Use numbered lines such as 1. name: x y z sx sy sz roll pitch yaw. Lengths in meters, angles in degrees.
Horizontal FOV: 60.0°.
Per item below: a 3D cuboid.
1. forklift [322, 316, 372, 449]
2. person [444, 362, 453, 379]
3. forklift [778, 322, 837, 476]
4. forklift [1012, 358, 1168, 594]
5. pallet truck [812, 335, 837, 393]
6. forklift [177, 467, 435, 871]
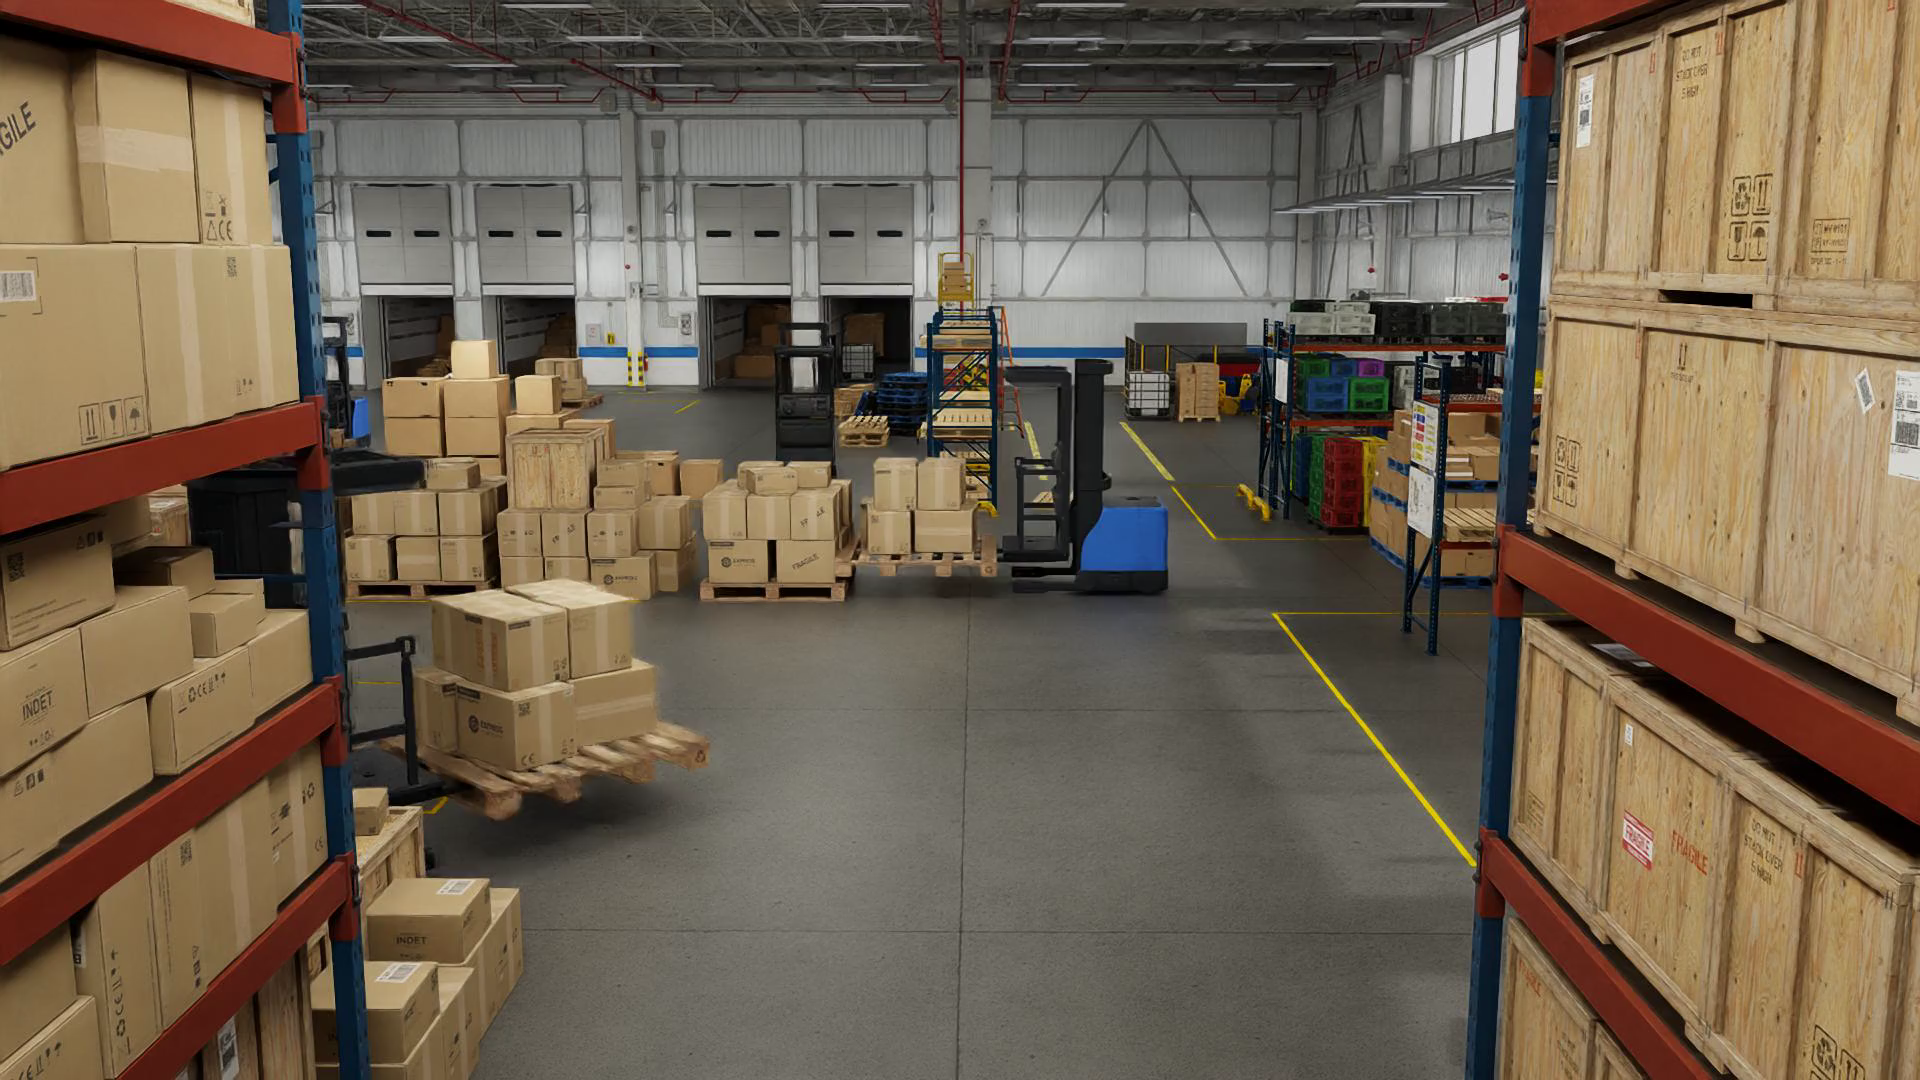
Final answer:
1. forklift: -12.990 -3.195 34.137 1.129 2.768 1.873 0 10 1
2. person: -11.557 -3.230 37.912 0.305 1.639 0.522 4 11 22
3. forklift: -2.909 -2.674 31.130 1.129 2.768 1.873 -1 10 -5
4. forklift: 1.586 -0.805 20.347 1.873 2.768 1.129 0 10 1
5. pallet truck: -3.021 -4.312 43.126 1.885 1.965 0.823 3 10 17
6. forklift: -4.555 0.883 10.606 1.873 2.768 1.129 -9 14 -44
